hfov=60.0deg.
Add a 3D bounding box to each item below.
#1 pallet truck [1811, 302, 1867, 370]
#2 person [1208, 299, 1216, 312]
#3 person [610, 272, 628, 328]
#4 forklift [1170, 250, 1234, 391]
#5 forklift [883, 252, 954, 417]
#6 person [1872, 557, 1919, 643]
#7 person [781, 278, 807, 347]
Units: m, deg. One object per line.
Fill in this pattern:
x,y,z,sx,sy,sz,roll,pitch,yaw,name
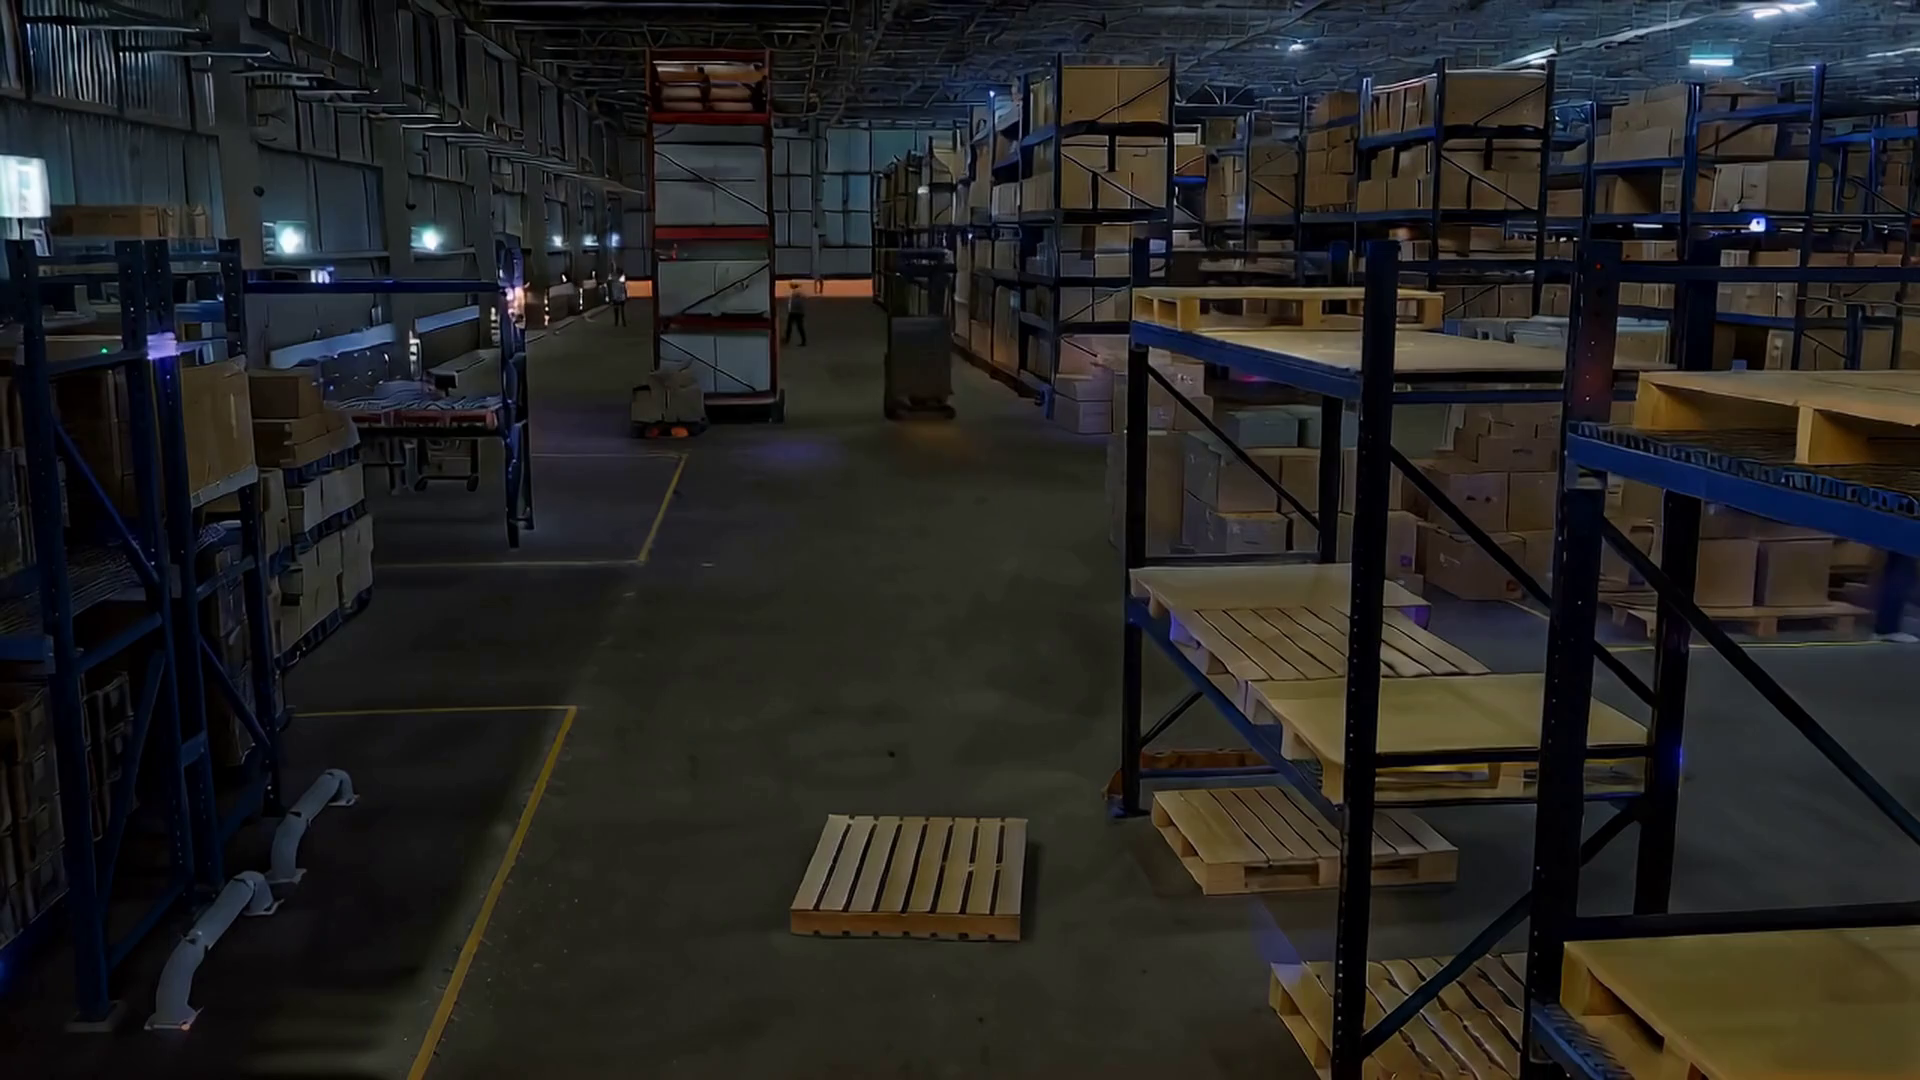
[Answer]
15.846,-3.142,28.793,1.885,1.965,0.823,2,10,12,pallet truck
7.355,-6.886,50.008,0.796,1.817,0.606,-1,10,-5,person
-11.756,-8.257,57.355,0.590,1.919,0.392,2,10,13,person
4.467,-4.411,33.374,1.873,2.768,1.129,-1,10,-6,forklift
-0.757,-3.624,29.012,1.129,2.768,1.873,-1,10,-6,forklift
7.353,-0.106,12.342,0.949,1.864,0.591,5,11,25,person
-4.786,-6.479,47.402,0.966,1.946,0.648,3,11,18,person
